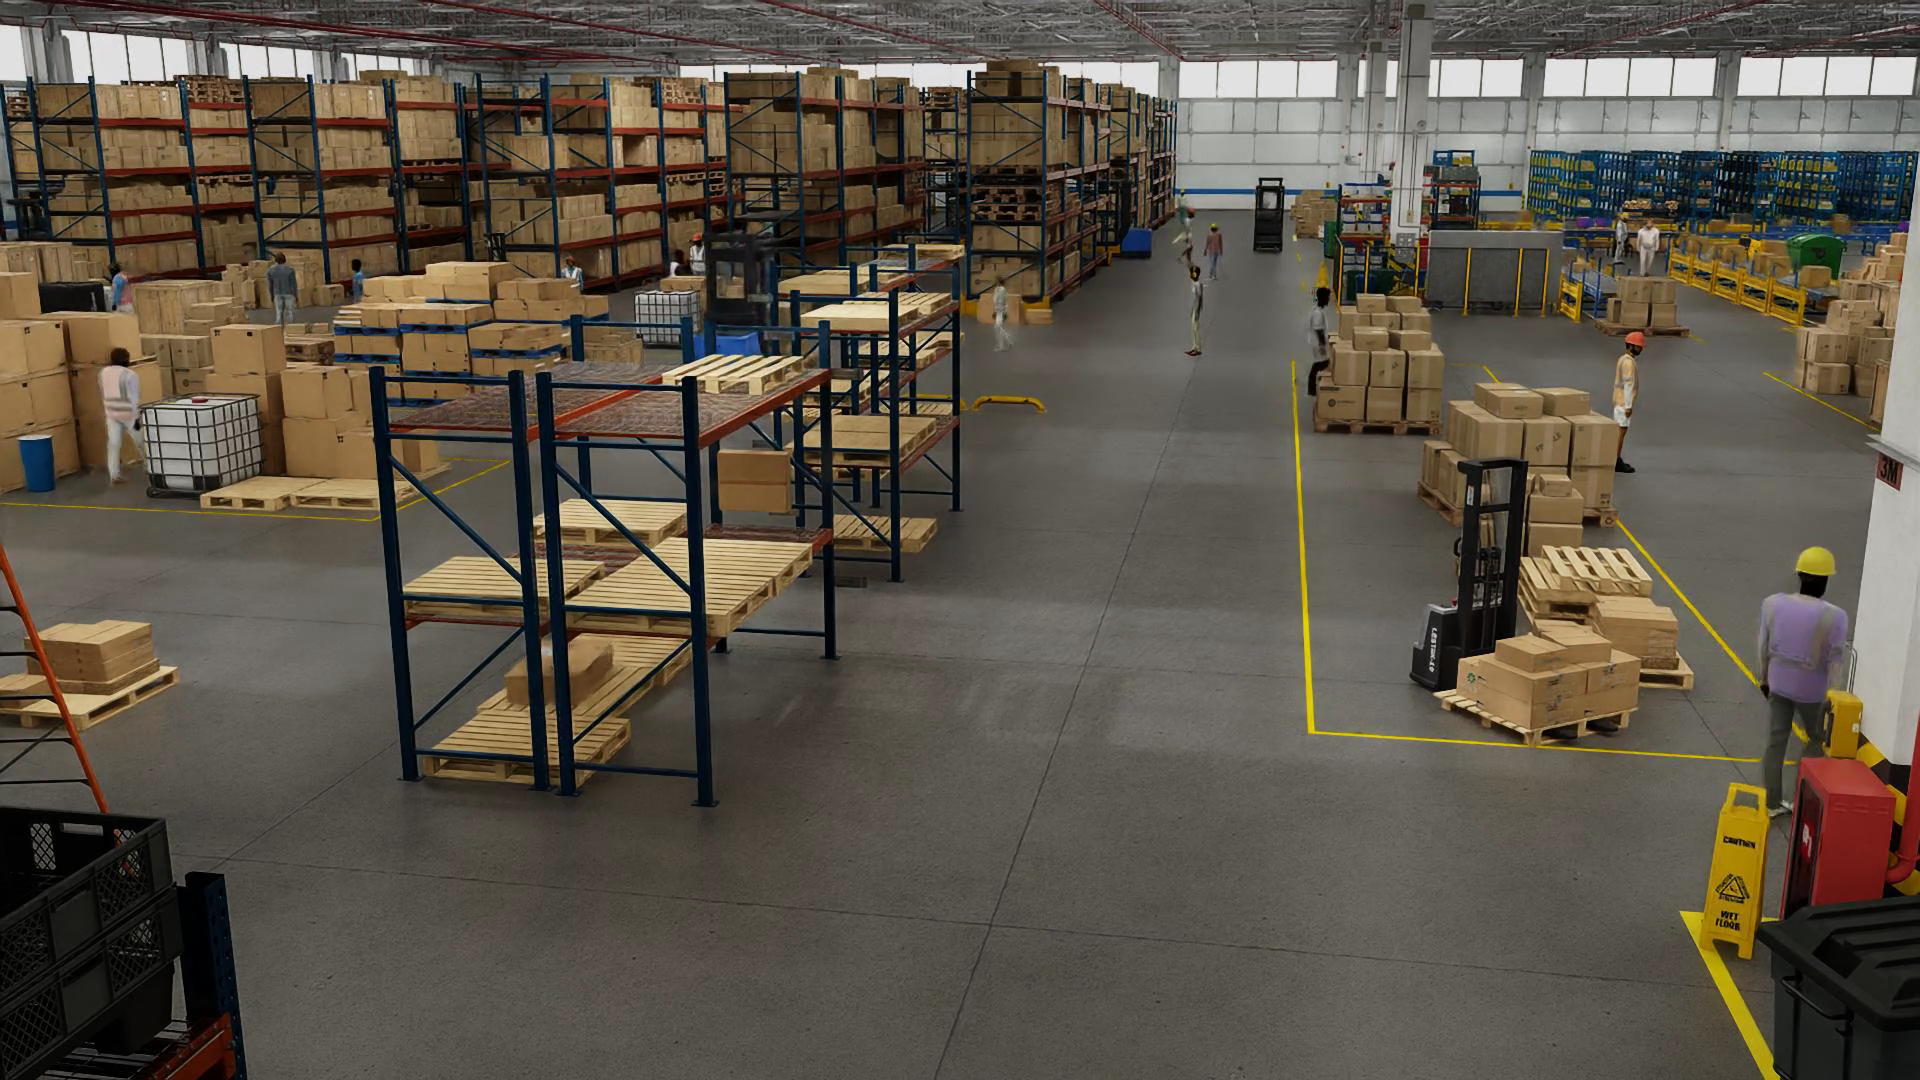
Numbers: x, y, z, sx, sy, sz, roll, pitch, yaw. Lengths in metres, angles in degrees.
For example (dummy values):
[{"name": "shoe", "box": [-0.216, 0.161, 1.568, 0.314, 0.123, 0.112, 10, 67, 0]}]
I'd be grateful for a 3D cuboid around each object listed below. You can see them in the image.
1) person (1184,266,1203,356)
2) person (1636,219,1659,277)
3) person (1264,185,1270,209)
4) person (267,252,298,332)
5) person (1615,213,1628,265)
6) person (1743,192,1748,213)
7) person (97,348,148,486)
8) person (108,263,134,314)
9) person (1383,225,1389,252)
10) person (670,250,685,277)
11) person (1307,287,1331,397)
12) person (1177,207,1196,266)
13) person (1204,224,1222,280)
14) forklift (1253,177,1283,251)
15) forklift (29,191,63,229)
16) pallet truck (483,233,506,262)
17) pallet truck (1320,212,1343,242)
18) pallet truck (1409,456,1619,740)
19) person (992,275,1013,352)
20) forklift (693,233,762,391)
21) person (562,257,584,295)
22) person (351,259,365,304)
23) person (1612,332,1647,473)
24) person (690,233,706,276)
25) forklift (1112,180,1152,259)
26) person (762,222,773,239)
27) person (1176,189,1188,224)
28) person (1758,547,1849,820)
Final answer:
[{"name": "person", "box": [4.905, -4.772, 34.675, 0.331, 1.864, 0.513, -1, 14, -3]}, {"name": "person", "box": [21.729, -9.203, 52.588, 0.669, 1.893, 0.550, 3, 14, 13]}, {"name": "person", "box": [16.679, -18.433, 90.406, 0.375, 1.765, 0.564, 4, 14, 14]}, {"name": "person", "box": [-15.264, -5.518, 37.546, 0.634, 1.939, 0.367, -3, 14, -11]}, {"name": "person", "box": [23.106, -10.517, 58.100, 0.403, 1.817, 0.602, 8, 16, 31]}, {"name": "person", "box": [37.694, -15.866, 79.768, 0.590, 1.837, 0.403, -6, 15, -23]}, {"name": "person", "box": [-11.084, -1.667, 22.183, 0.646, 1.793, 0.939, 3, 14, 14]}, {"name": "person", "box": [-18.406, -5.192, 36.578, 0.949, 1.779, 0.608, -7, 15, -26]}, {"name": "person", "box": [14.417, -9.879, 55.899, 0.279, 1.624, 0.494, -10, 17, -35]}, {"name": "person", "box": [-6.695, -5.950, 39.437, 0.416, 1.871, 0.672, -4, 14, -16]}, {"name": "person", "box": [6.325, -3.468, 29.201, 0.440, 1.943, 0.612, 4, 15, 17]}, {"name": "person", "box": [7.888, -10.479, 57.493, 0.543, 2.028, 0.625, 4, 14, 15]}, {"name": "person", "box": [7.982, -9.120, 52.602, 0.549, 1.714, 0.891, -5, 15, -20]}, {"name": "forklift", "box": [12.083, -12.747, 64.956, 1.129, 2.768, 1.873, 3, 14, 10]}, {"name": "forklift", "box": [-27.313, -9.071, 50.030, 1.129, 2.768, 1.873, 3, 14, 10]}, {"name": "pallet truck", "box": [-11.832, -7.026, 43.548, 1.885, 1.965, 0.823, 8, 16, 28]}, {"name": "pallet truck", "box": [15.874, -13.227, 70.310, 0.680, 1.201, 1.601, 10, 17, 35]}, {"name": "pallet truck", "box": [4.504, 0.400, 13.395, 0.823, 1.965, 1.885, -6, 15, -23]}, {"name": "person", "box": [0.851, -4.789, 35.241, 0.374, 1.626, 0.522, -4, 14, -16]}, {"name": "forklift", "box": [-4.100, -4.094, 29.825, 1.129, 2.768, 1.873, 3, 14, 10]}, {"name": "person", "box": [-9.367, -6.027, 40.247, 0.527, 1.630, 0.314, 0, 14, -1]}, {"name": "person", "box": [-14.098, -5.750, 39.009, 0.369, 1.683, 0.542, -8, 16, -29]}, {"name": "person", "box": [9.173, -1.897, 22.866, 0.374, 1.928, 0.542, 3, 14, 12]}, {"name": "person", "box": [-6.981, -7.261, 44.631, 0.547, 1.934, 0.376, 3, 14, 13]}, {"name": "forklift", "box": [6.082, -11.722, 60.796, 1.873, 2.768, 1.129, 2, 14, 9]}, {"name": "person", "box": [-7.265, -11.658, 63.123, 0.493, 1.624, 0.280, -1, 14, -5]}, {"name": "person", "box": [11.100, -16.658, 83.182, 0.550, 1.722, 0.881, 4, 14, 15]}, {"name": "person", "box": [5.713, 0.969, 11.247, 0.526, 1.913, 0.619, -9, 17, -34]}]
